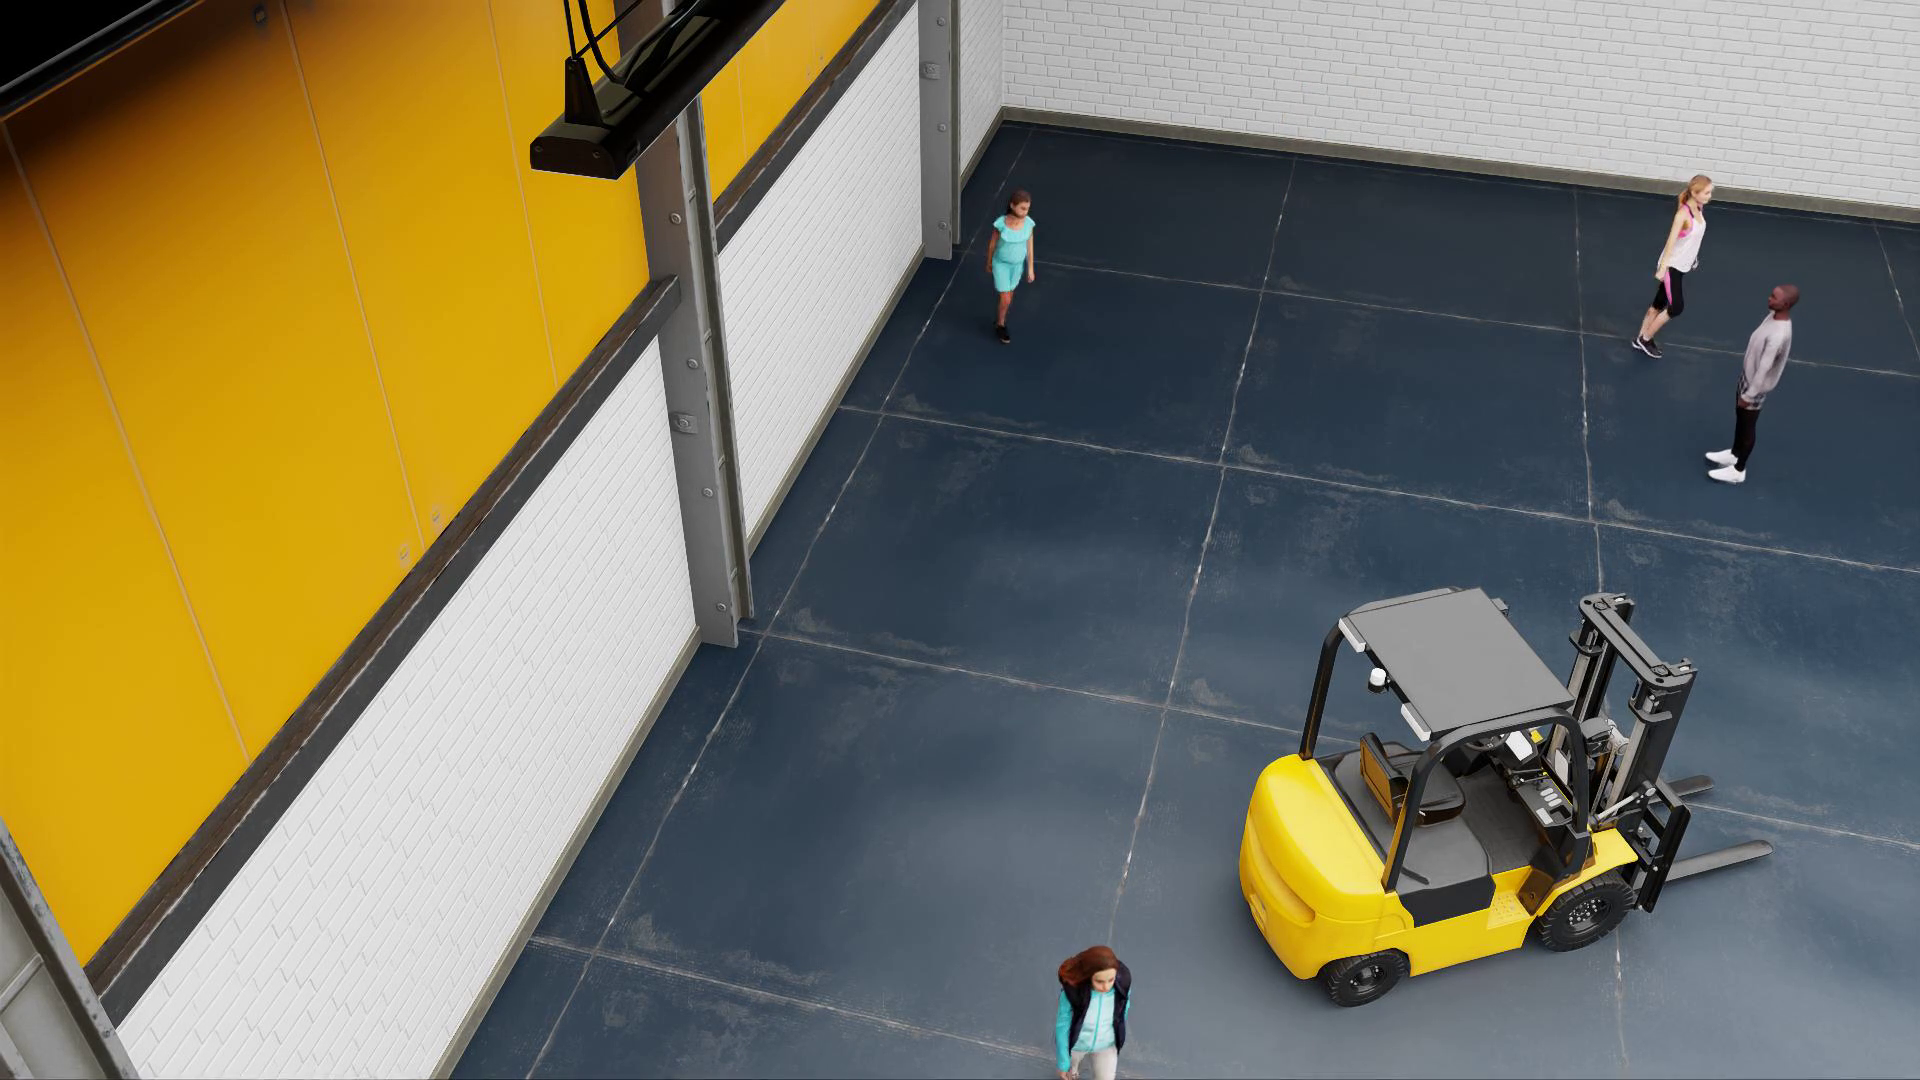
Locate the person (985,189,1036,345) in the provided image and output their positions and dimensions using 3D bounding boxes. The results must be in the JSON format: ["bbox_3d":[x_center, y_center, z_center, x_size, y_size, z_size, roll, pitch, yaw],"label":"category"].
[{"bbox_3d":[0.408,-2.526,15.164,0.713,1.521,0.776,-5,39,-6],"label":"person"}]

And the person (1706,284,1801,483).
[{"bbox_3d":[6.438,-1.263,13.384,0.680,1.770,0.460,10,40,12],"label":"person"}]

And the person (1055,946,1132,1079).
[{"bbox_3d":[0.658,2.574,8.826,0.813,1.463,1.012,-6,39,-7],"label":"person"}]

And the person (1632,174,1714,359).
[{"bbox_3d":[6.312,-2.484,14.908,0.765,1.777,0.664,28,47,31],"label":"person"}]
